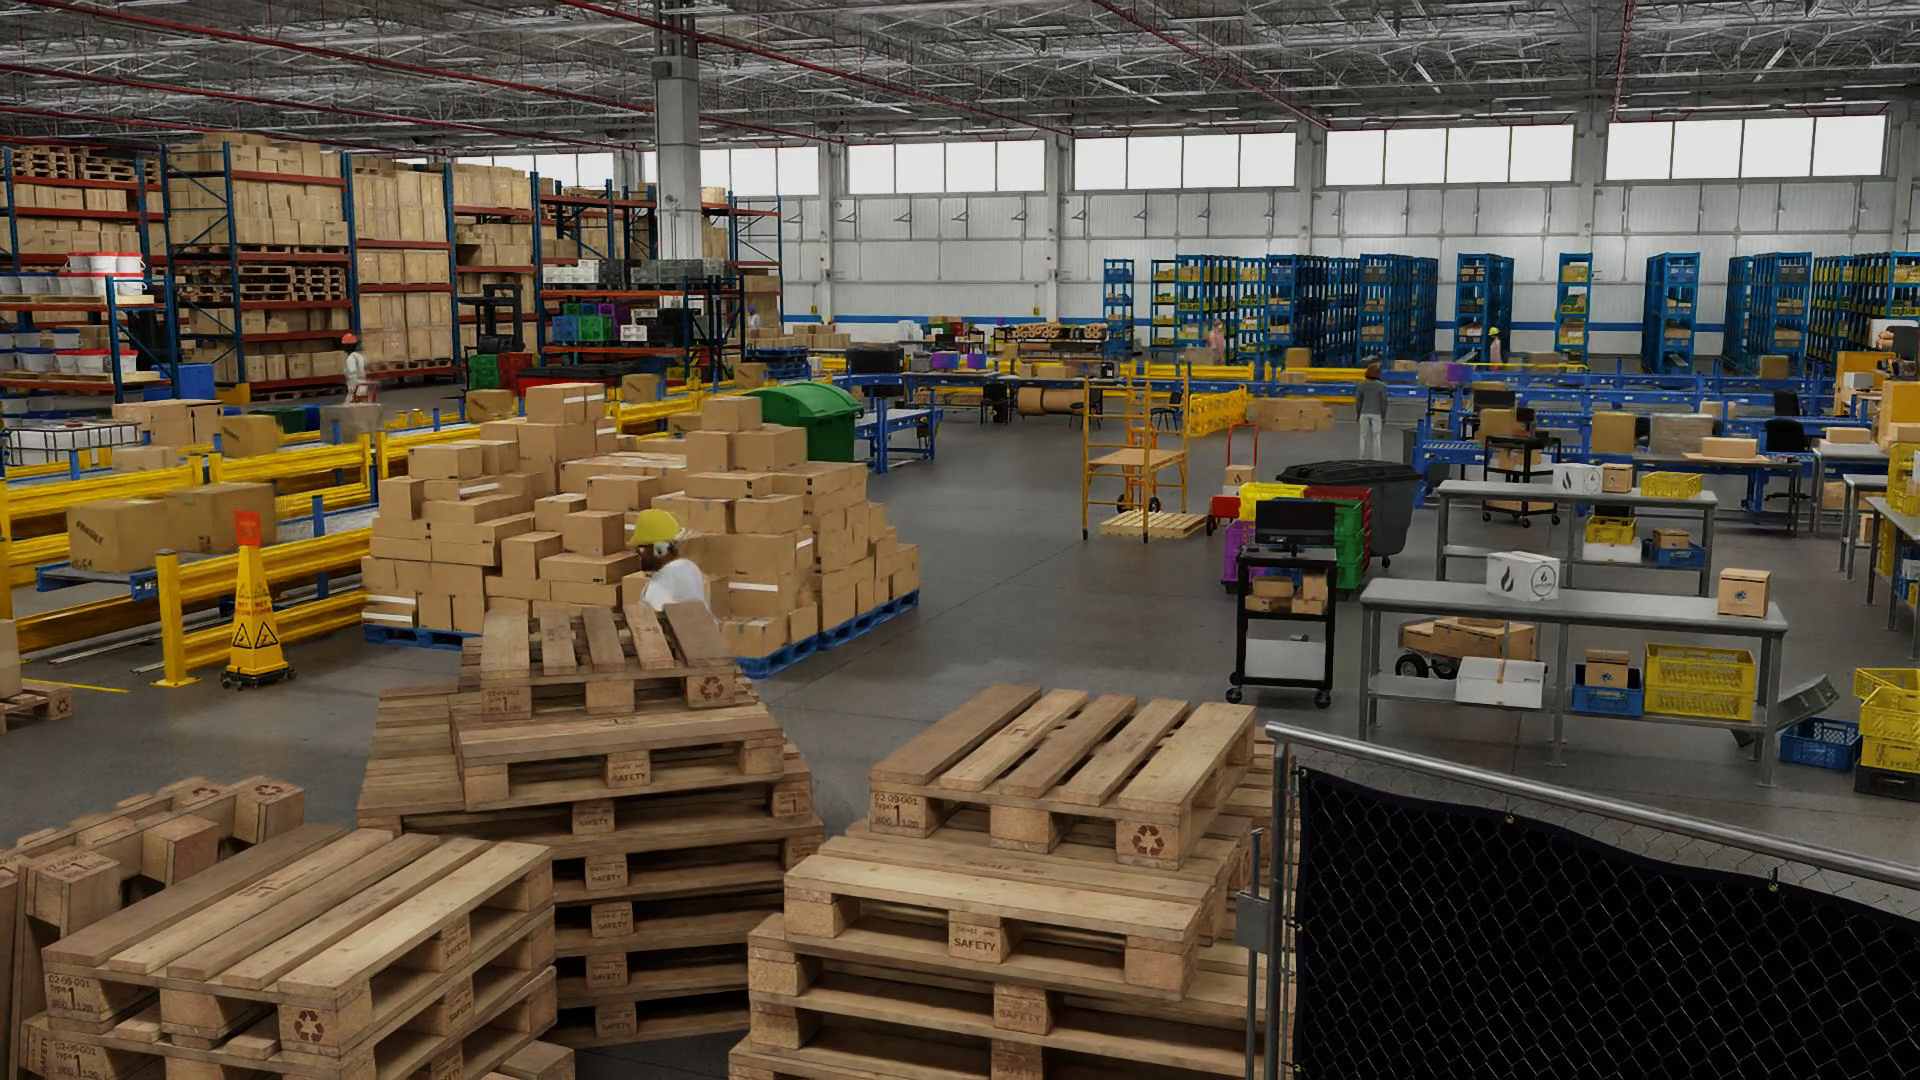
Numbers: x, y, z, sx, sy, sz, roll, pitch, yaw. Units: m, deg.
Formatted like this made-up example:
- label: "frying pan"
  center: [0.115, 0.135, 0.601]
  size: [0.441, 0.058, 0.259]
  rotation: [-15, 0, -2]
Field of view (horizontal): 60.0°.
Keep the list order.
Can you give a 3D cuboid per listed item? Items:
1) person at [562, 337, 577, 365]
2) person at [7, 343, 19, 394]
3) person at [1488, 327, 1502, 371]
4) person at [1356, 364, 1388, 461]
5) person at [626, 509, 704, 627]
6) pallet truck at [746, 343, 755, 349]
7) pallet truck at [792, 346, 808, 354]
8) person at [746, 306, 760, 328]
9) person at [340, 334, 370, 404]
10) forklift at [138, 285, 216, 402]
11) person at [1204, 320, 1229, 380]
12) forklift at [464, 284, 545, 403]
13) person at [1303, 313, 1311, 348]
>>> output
- label: "person"
  center: [-11.708, -5.757, 49.766]
  size: [0.540, 1.741, 0.644]
  rotation: [3, 9, 17]
- label: "person"
  center: [-19.575, -3.262, 34.170]
  size: [0.838, 1.733, 0.531]
  rotation: [3, 10, 20]
- label: "person"
  center: [13.206, -4.380, 41.133]
  size: [0.359, 1.746, 0.539]
  rotation: [1, 9, 5]
- label: "person"
  center: [6.507, -1.962, 26.310]
  size: [0.500, 1.634, 0.286]
  rotation: [6, 11, 31]
- label: "person"
  center: [-1.671, 0.719, 8.995]
  size: [0.903, 1.784, 0.606]
  rotation: [1, 9, 7]
- label: "pallet truck"
  center: [-6.183, -4.618, 44.264]
  size: [1.601, 1.201, 0.680]
  rotation: [-9, 12, -43]
- label: "pallet truck"
  center: [-3.705, -4.298, 42.022]
  size: [0.653, 1.274, 1.630]
  rotation: [3, 10, 20]
- label: "person"
  center: [-7.577, -7.644, 61.144]
  size: [0.606, 1.913, 0.969]
  rotation: [4, 10, 24]
- label: "person"
  center: [-10.763, -2.645, 29.446]
  size: [1.052, 1.992, 0.609]
  rotation: [0, 9, 2]
- label: "forklift"
  center: [-17.480, -4.200, 36.461]
  size: [1.873, 2.768, 1.129]
  rotation: [3, 10, 19]
- label: "person"
  center: [6.784, -4.808, 43.474]
  size: [0.999, 1.850, 0.676]
  rotation: [6, 11, 34]
- label: "forklift"
  center: [-10.832, -4.702, 39.610]
  size: [1.129, 2.768, 1.873]
  rotation: [3, 10, 20]
- label: "person"
  center: [11.036, -6.373, 52.768]
  size: [0.425, 2.028, 0.646]
  rotation: [3, 10, 20]
